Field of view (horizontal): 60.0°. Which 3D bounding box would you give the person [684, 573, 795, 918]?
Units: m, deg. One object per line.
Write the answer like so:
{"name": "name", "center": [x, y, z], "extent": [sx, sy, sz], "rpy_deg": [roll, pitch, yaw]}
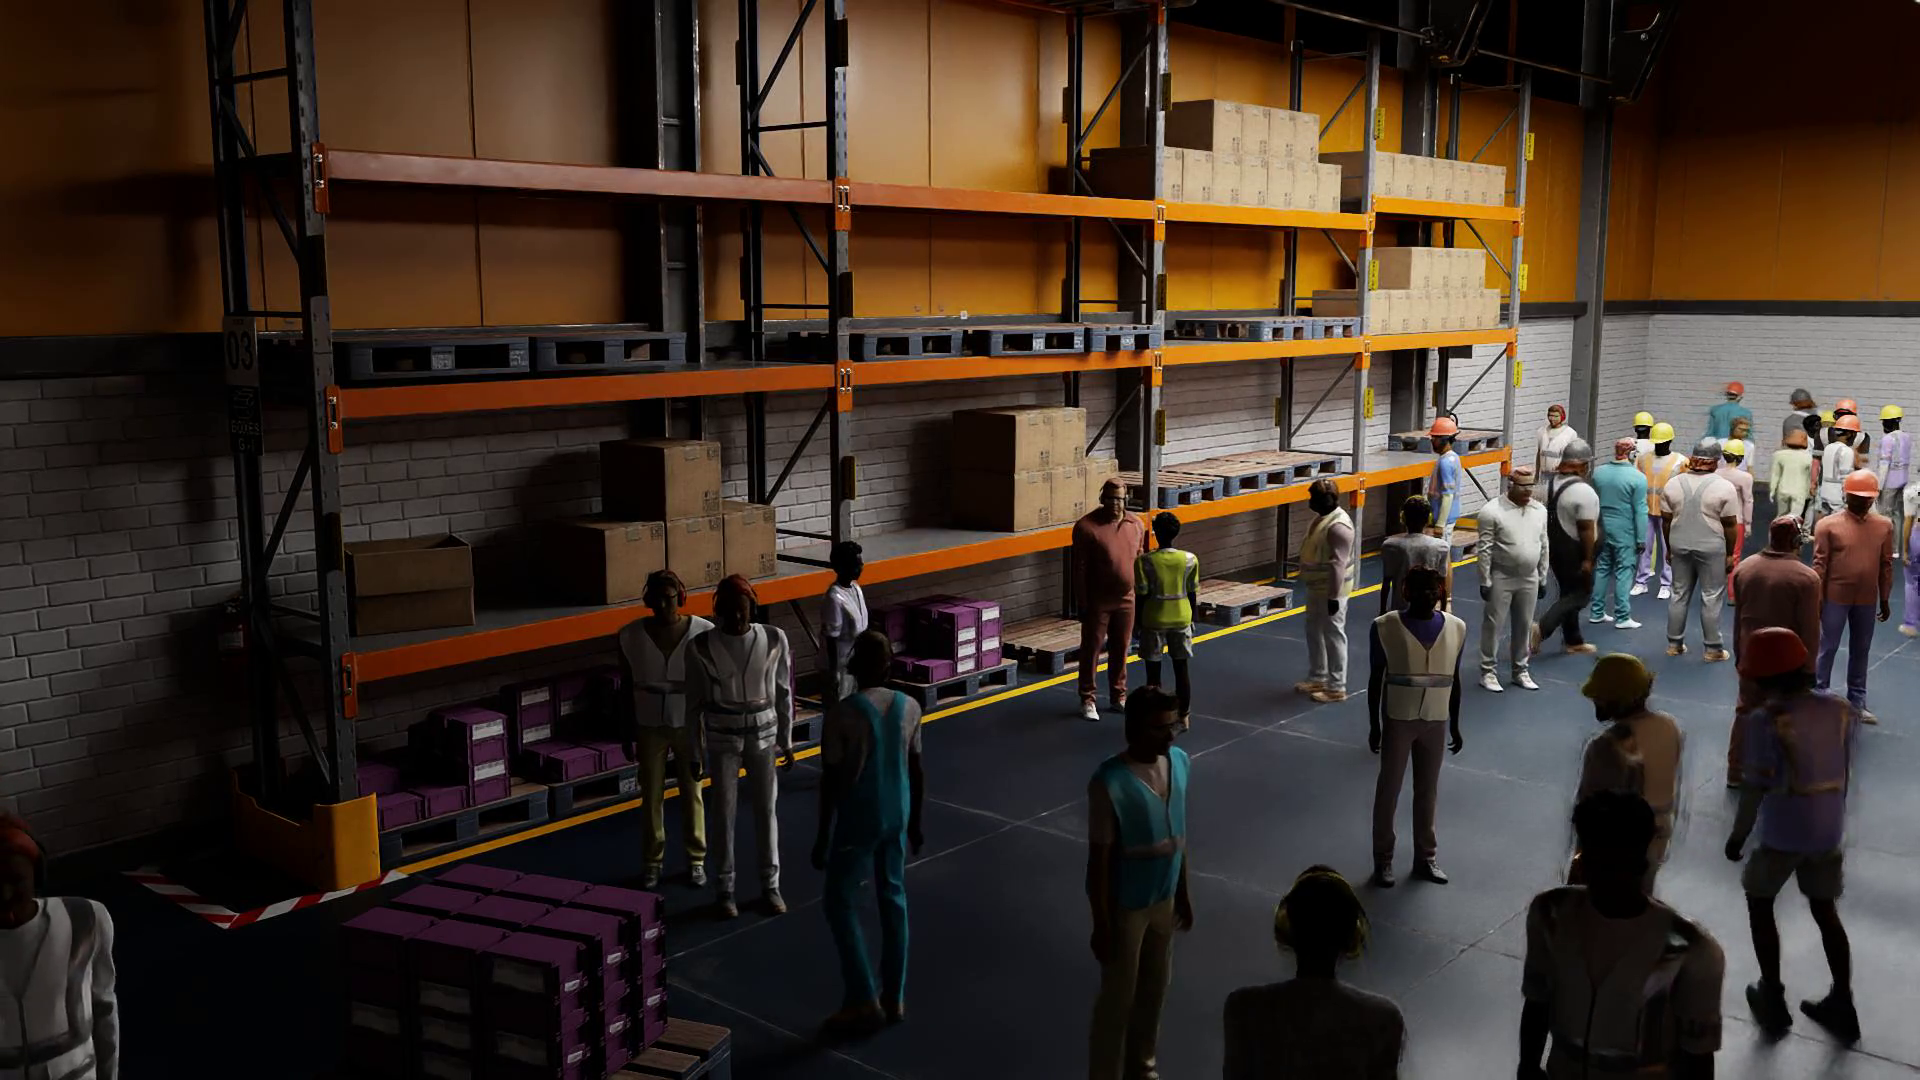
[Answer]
{"name": "person", "center": [-1.189, 1.104, 8.990], "extent": [0.589, 1.877, 0.359], "rpy_deg": [-3, 9, -18]}

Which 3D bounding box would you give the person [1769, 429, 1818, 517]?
{"name": "person", "center": [10.317, -0.564, 20.582], "extent": [0.503, 1.613, 0.546], "rpy_deg": [8, 12, 43]}

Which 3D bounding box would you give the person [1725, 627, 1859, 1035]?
{"name": "person", "center": [3.796, 1.319, 7.569], "extent": [0.583, 1.885, 0.486], "rpy_deg": [-3, 9, -16]}

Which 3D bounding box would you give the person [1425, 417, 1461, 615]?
{"name": "person", "center": [4.941, -0.238, 17.107], "extent": [0.373, 2.043, 0.615], "rpy_deg": [3, 9, 17]}

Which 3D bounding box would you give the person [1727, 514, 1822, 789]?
{"name": "person", "center": [5.437, 0.773, 11.071], "extent": [0.398, 1.900, 0.643], "rpy_deg": [-4, 10, -23]}

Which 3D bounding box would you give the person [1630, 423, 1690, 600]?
{"name": "person", "center": [7.565, -0.316, 18.013], "extent": [0.584, 1.917, 0.385], "rpy_deg": [9, 12, 44]}

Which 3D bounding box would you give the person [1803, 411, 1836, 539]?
{"name": "person", "center": [11.412, -0.839, 21.993], "extent": [0.492, 1.729, 0.324], "rpy_deg": [4, 10, 23]}

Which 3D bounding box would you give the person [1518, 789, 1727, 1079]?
{"name": "person", "center": [1.955, 1.687, 4.988], "extent": [0.401, 1.954, 0.605], "rpy_deg": [-7, 11, -40]}

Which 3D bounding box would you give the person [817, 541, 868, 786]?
{"name": "person", "center": [-0.793, 0.839, 11.302], "extent": [0.320, 1.689, 0.537], "rpy_deg": [3, 9, 16]}

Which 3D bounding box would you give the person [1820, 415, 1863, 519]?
{"name": "person", "center": [10.027, -0.465, 18.957], "extent": [0.389, 1.925, 0.549], "rpy_deg": [0, 9, 2]}

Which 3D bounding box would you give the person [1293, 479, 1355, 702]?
{"name": "person", "center": [2.993, 0.407, 13.629], "extent": [0.431, 1.832, 0.629], "rpy_deg": [-1, 9, -8]}

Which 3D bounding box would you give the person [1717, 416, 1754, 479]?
{"name": "person", "center": [9.267, -0.586, 20.052], "extent": [0.533, 1.823, 0.431], "rpy_deg": [1, 9, 4]}

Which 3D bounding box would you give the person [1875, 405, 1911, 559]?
{"name": "person", "center": [11.486, -0.707, 20.563], "extent": [0.592, 1.913, 0.400], "rpy_deg": [-7, 11, -37]}

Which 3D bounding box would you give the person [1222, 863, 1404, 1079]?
{"name": "person", "center": [0.944, 1.816, 4.514], "extent": [0.520, 1.845, 0.750], "rpy_deg": [-1, 9, -3]}

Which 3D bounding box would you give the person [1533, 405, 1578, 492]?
{"name": "person", "center": [7.787, -0.855, 21.756], "extent": [0.396, 1.836, 0.561], "rpy_deg": [-6, 11, -34]}

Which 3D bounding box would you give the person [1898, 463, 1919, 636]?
{"name": "person", "center": [9.243, 0.080, 15.822], "extent": [0.518, 1.821, 0.792], "rpy_deg": [1, 9, 9]}

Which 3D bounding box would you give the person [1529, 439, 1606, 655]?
{"name": "person", "center": [5.502, 0.074, 15.100], "extent": [0.766, 2.000, 0.692], "rpy_deg": [-2, 9, -13]}

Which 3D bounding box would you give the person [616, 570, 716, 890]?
{"name": "person", "center": [-1.640, 1.062, 9.404], "extent": [0.565, 1.838, 0.389], "rpy_deg": [-1, 9, -8]}

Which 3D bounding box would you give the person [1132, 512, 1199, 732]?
{"name": "person", "center": [1.550, 0.632, 12.608], "extent": [0.537, 1.696, 0.321], "rpy_deg": [-2, 9, -14]}

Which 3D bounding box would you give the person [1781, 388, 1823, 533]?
{"name": "person", "center": [11.679, -1.140, 22.931], "extent": [0.704, 2.000, 0.945], "rpy_deg": [-2, 9, -13]}

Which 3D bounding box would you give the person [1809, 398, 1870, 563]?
{"name": "person", "center": [10.599, -0.692, 20.081], "extent": [0.613, 2.033, 0.410], "rpy_deg": [5, 10, 30]}

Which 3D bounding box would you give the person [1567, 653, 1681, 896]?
{"name": "person", "center": [2.958, 1.381, 7.454], "extent": [0.639, 1.801, 0.404], "rpy_deg": [-6, 11, -34]}

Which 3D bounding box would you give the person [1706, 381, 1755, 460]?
{"name": "person", "center": [11.357, -1.339, 24.415], "extent": [0.819, 1.964, 0.660], "rpy_deg": [-7, 11, -39]}

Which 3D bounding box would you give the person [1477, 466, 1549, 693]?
{"name": "person", "center": [4.638, 0.327, 13.928], "extent": [0.643, 1.902, 0.399], "rpy_deg": [-2, 9, -12]}

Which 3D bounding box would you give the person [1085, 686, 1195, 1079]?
{"name": "person", "center": [0.706, 1.474, 6.748], "extent": [0.401, 1.833, 0.569], "rpy_deg": [8, 12, 41]}

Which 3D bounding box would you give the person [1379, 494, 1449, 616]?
{"name": "person", "center": [3.342, 0.591, 12.311], "extent": [0.514, 1.872, 0.332], "rpy_deg": [1, 9, 6]}

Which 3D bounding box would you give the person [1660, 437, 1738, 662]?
{"name": "person", "center": [6.744, 0.072, 15.113], "extent": [0.536, 2.000, 0.677], "rpy_deg": [-8, 12, -41]}

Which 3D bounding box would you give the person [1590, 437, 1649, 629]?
{"name": "person", "center": [6.557, -0.072, 16.512], "extent": [0.399, 1.899, 0.647], "rpy_deg": [-4, 10, -26]}

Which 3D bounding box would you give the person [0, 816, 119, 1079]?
{"name": "person", "center": [-2.919, 1.721, 5.169], "extent": [0.582, 1.833, 1.013], "rpy_deg": [-5, 10, -31]}

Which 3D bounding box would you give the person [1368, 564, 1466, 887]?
{"name": "person", "center": [2.593, 1.040, 9.492], "extent": [0.565, 1.846, 0.390], "rpy_deg": [-1, 9, -9]}

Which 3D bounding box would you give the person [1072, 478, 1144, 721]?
{"name": "person", "center": [1.191, 0.460, 13.062], "extent": [0.639, 1.904, 0.402], "rpy_deg": [-4, 10, -24]}

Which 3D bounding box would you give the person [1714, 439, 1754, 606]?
{"name": "person", "center": [8.153, -0.184, 17.648], "extent": [0.326, 1.769, 0.524], "rpy_deg": [-6, 11, -34]}

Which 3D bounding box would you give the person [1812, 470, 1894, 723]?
{"name": "person", "center": [6.920, 0.443, 12.907], "extent": [0.614, 1.987, 0.408], "rpy_deg": [0, 9, -1]}

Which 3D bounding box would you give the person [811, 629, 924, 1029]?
{"name": "person", "center": [-0.405, 1.331, 7.677], "extent": [0.568, 1.826, 0.437], "rpy_deg": [-6, 11, -33]}

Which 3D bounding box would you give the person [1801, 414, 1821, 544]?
{"name": "person", "center": [11.163, -0.808, 21.895], "extent": [0.318, 1.697, 0.534], "rpy_deg": [8, 12, 43]}
